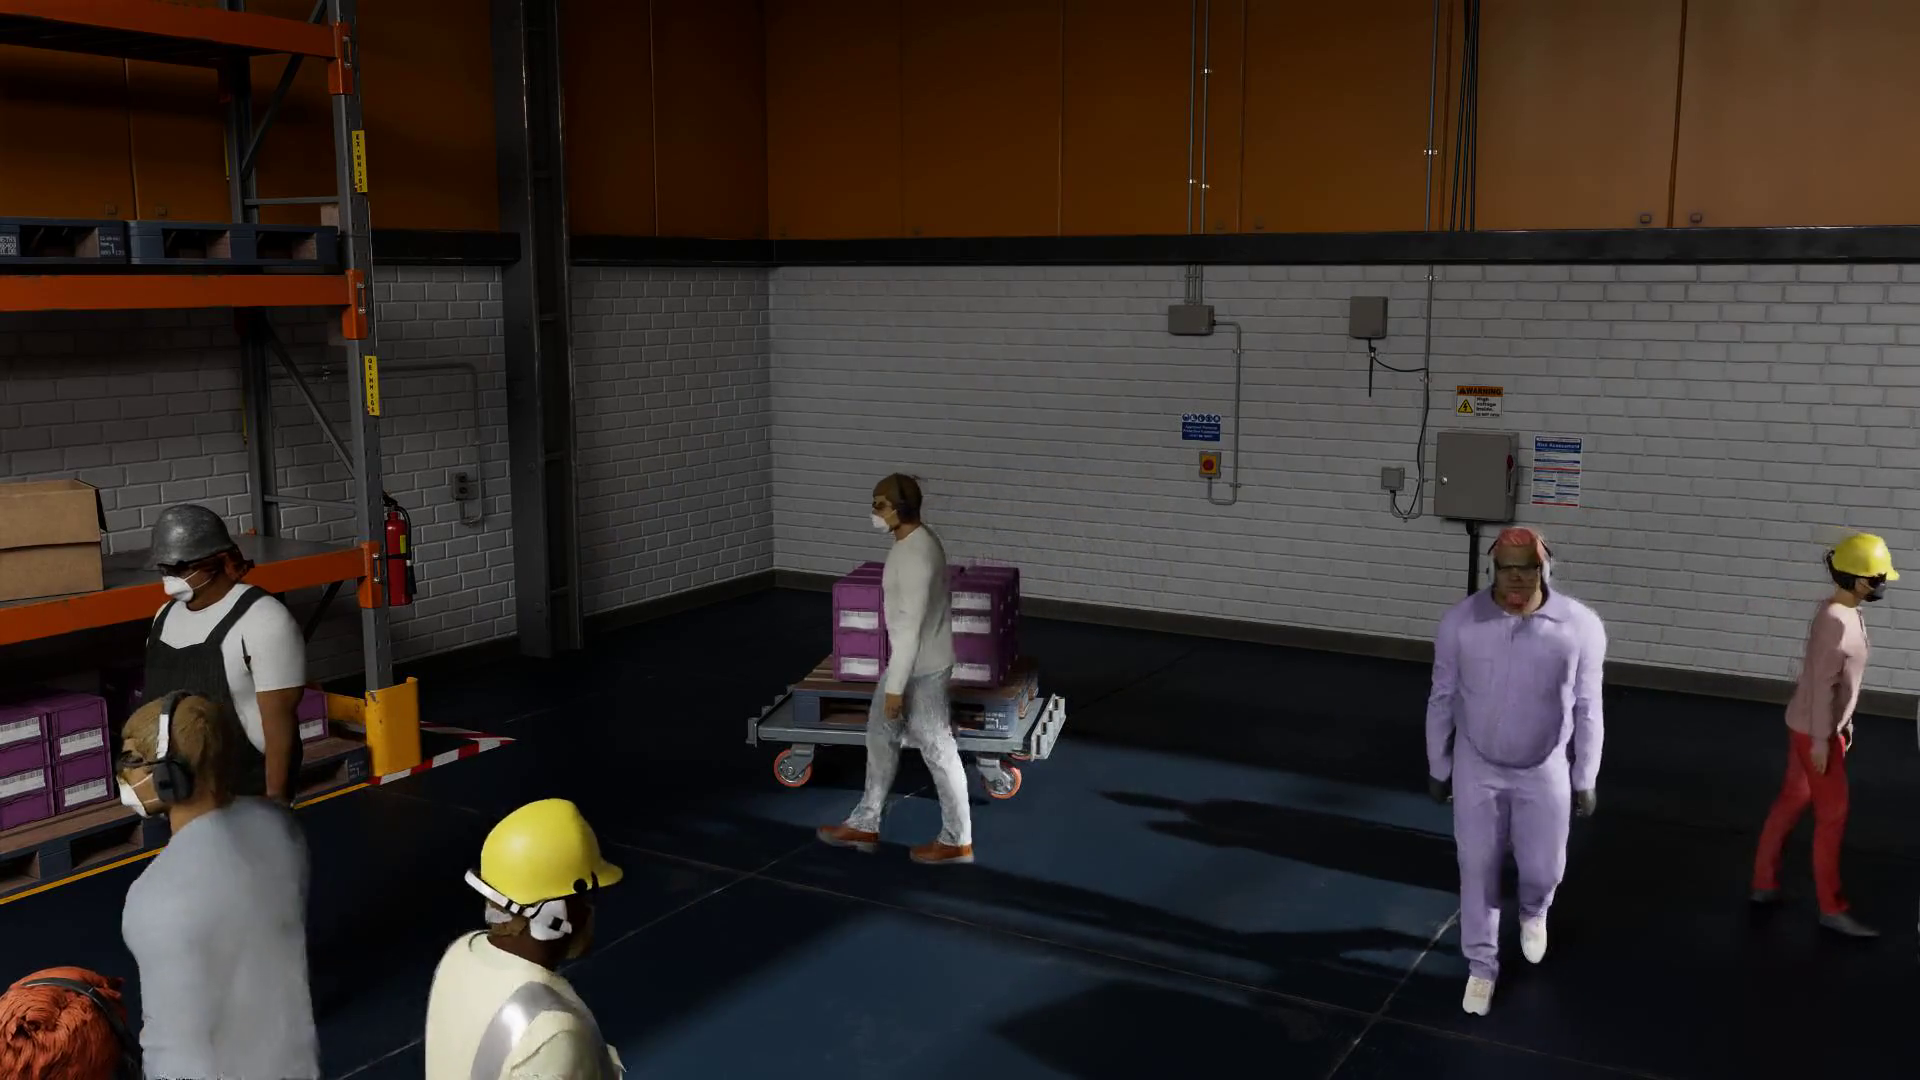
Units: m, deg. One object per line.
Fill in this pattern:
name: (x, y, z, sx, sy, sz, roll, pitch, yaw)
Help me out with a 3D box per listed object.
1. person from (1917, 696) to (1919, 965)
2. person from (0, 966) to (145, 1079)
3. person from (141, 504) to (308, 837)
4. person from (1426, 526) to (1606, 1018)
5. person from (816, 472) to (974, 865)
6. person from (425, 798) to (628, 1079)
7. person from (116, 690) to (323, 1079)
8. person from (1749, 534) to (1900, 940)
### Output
person: (4.133, 0.876, 6.634, 0.588, 1.823, 0.403, 1, 9, 4)
person: (-1.237, 1.527, 2.379, 0.585, 1.882, 0.337, -3, 9, -16)
person: (-2.734, 0.853, 6.095, 0.686, 2.000, 0.535, 4, 10, 26)
person: (2.145, 0.866, 6.476, 0.659, 1.892, 0.578, 3, 10, 20)
person: (-0.339, 0.628, 7.932, 0.895, 1.900, 0.653, 0, 9, -2)
person: (-0.858, 1.405, 3.468, 0.931, 1.782, 0.600, -7, 11, -37)
person: (-1.702, 1.278, 3.800, 0.502, 1.920, 0.643, 1, 9, 7)
person: (3.786, 0.825, 7.228, 0.580, 1.735, 0.540, 6, 11, 32)
